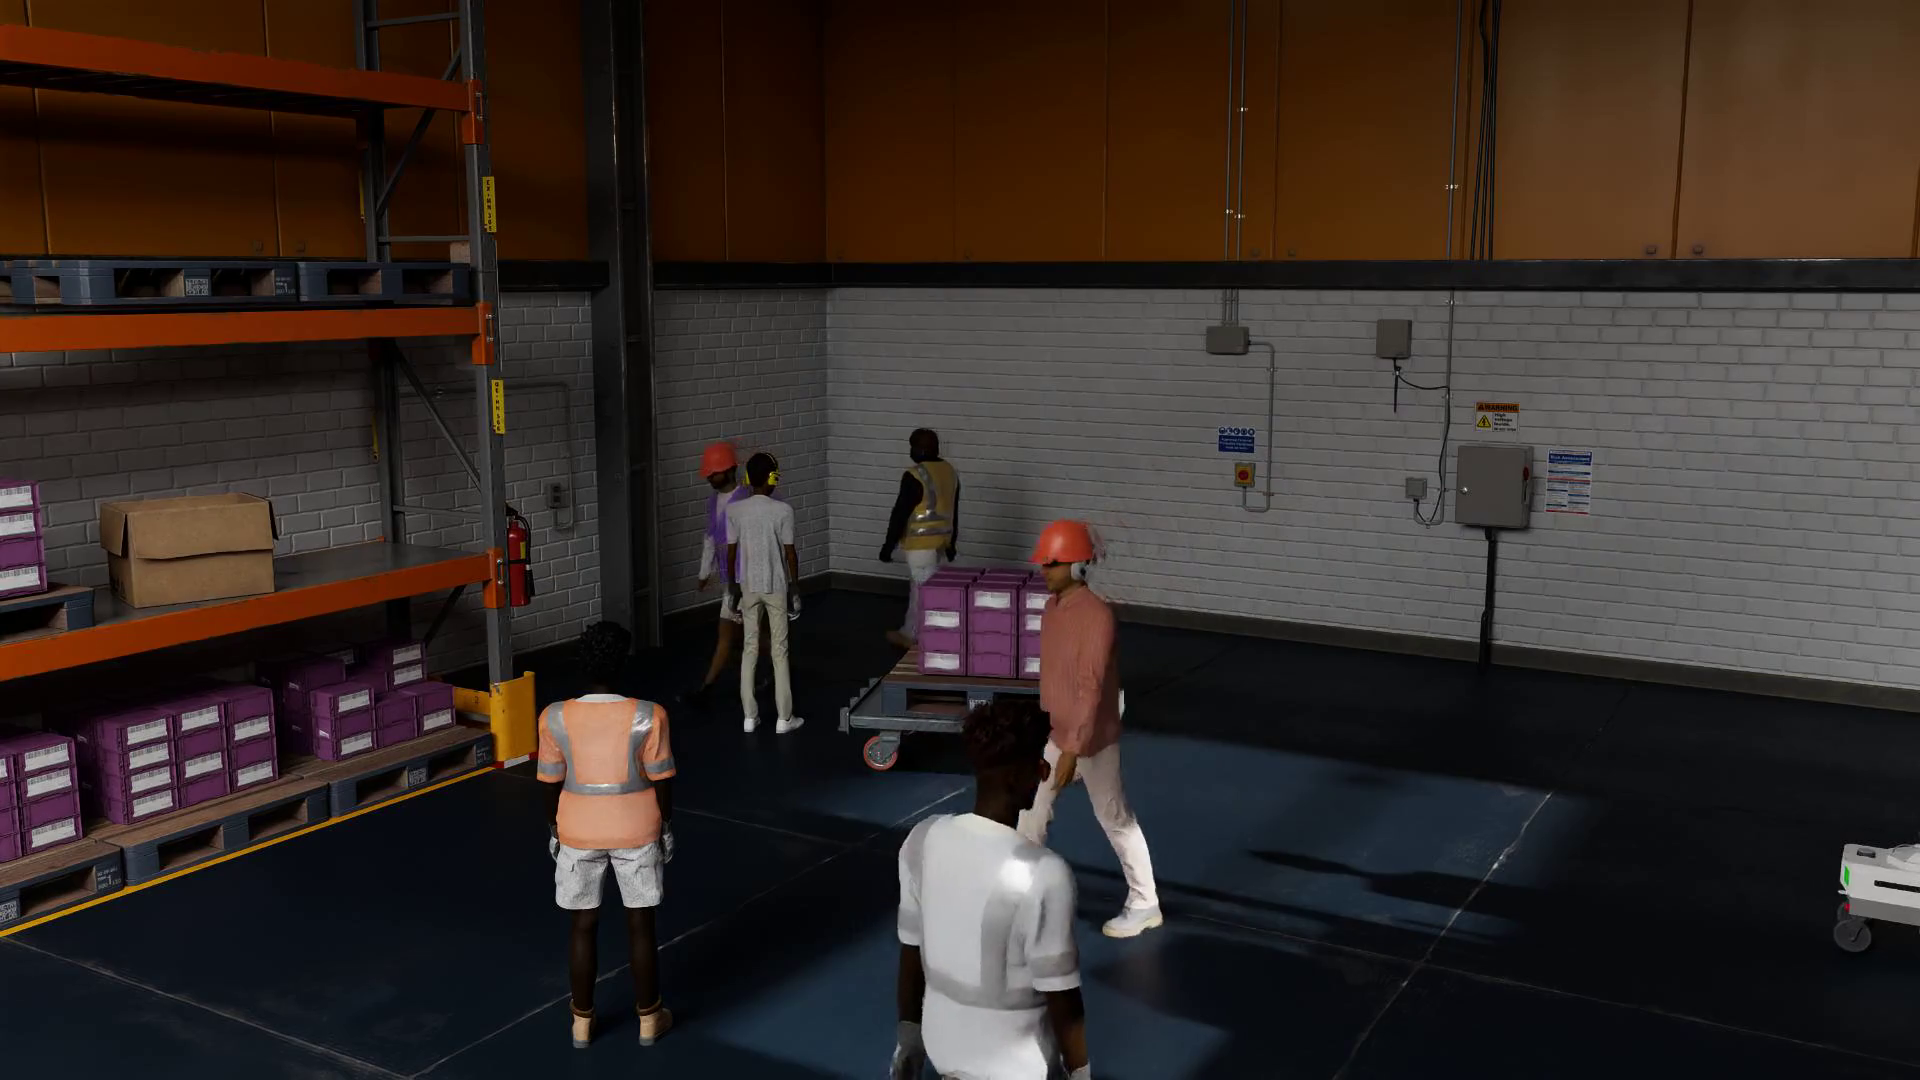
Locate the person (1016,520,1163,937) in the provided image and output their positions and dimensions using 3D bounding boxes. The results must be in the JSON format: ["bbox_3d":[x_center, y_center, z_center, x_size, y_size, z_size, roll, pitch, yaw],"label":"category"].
[{"bbox_3d":[0.480,0.878,7.461,1.050,1.939,0.627,-5,10,-27],"label":"person"}]

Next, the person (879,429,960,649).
[{"bbox_3d":[-0.380,0.026,13.160,0.697,1.822,0.637,5,11,30],"label":"person"}]

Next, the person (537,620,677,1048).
[{"bbox_3d":[-1.367,1.153,6.500,0.535,1.697,0.318,0,9,-2],"label":"person"}]

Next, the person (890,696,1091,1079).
[{"bbox_3d":[0.057,1.365,4.495,0.998,1.922,0.608,-7,11,-37],"label":"person"}]

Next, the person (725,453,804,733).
[{"bbox_3d":[-1.290,0.351,10.985,0.521,1.865,0.327,2,9,12],"label":"person"}]

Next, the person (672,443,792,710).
[{"bbox_3d":[-1.596,0.236,11.707,1.031,1.865,0.619,-6,11,-35],"label":"person"}]

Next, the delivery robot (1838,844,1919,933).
[{"bbox_3d":[4.298,1.535,7.371,0.707,0.478,0.477,5,10,30],"label":"delivery robot"}]
